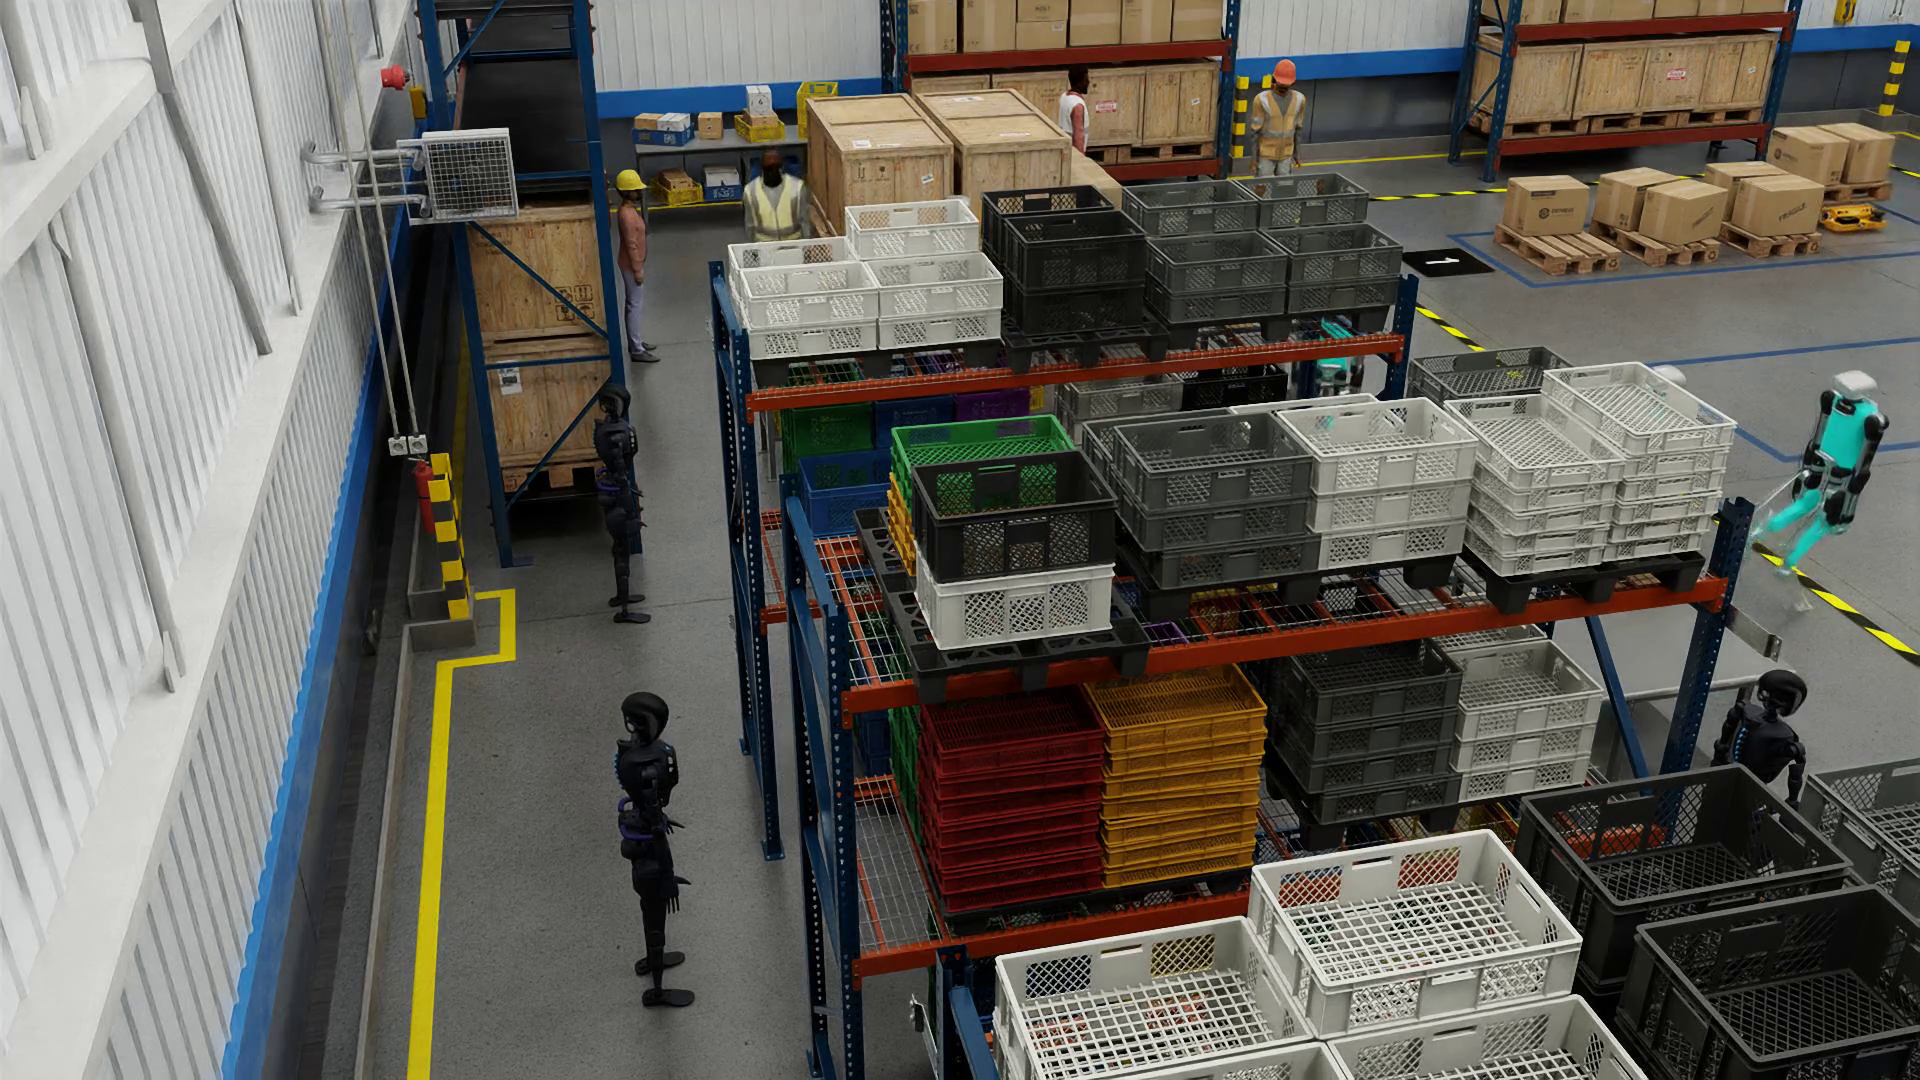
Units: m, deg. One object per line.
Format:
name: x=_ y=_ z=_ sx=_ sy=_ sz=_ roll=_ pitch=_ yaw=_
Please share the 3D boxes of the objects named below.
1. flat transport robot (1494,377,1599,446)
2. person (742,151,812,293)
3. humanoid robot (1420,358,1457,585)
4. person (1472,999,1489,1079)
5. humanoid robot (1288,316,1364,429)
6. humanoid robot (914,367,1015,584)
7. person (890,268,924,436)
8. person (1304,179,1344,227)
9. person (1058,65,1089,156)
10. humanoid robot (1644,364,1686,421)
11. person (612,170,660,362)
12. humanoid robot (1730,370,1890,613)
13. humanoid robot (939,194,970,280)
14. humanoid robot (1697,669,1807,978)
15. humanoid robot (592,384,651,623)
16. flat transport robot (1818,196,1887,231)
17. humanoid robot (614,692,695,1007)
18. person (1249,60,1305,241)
flat transport robot: x=4.780 y=-1.036 z=14.013 sx=0.659 sy=0.231 sz=1.431 roll=-6 pitch=28 yaw=-12
person: x=-1.710 y=-2.786 z=15.674 sx=0.625 sy=1.821 sz=0.786 roll=-5 pitch=28 yaw=-9
humanoid robot: x=3.387 y=-0.509 z=11.490 sx=0.315 sy=1.653 sz=0.599 roll=-6 pitch=28 yaw=-12
person: x=2.142 y=2.147 z=6.408 sx=0.543 sy=1.724 sz=0.506 roll=-11 pitch=30 yaw=-21
humanoid robot: x=2.691 y=-0.887 z=12.168 sx=0.573 sy=1.793 sz=0.821 roll=1 pitch=28 yaw=1
humanoid robot: x=-0.074 y=-0.234 z=10.962 sx=1.016 sy=1.735 sz=0.554 roll=-21 pitch=35 yaw=-35
person: x=-0.386 y=-1.248 z=12.695 sx=0.327 sy=1.873 sz=0.517 roll=-6 pitch=28 yaw=-11
person: x=3.171 y=-2.321 z=14.766 sx=0.344 sy=1.839 sz=0.506 roll=-6 pitch=28 yaw=-11
person: x=1.244 y=-4.277 z=18.392 sx=0.391 sy=1.920 sz=0.588 roll=-6 pitch=28 yaw=-11
humanoid robot: x=4.298 y=-0.319 z=10.933 sx=0.735 sy=1.677 sz=0.533 roll=-6 pitch=28 yaw=-12
person: x=-2.965 y=-2.506 z=15.192 sx=0.313 sy=1.769 sz=0.524 roll=-6 pitch=28 yaw=-11
humanoid robot: x=5.429 y=-0.235 z=10.949 sx=0.965 sy=1.777 sz=0.531 roll=-6 pitch=28 yaw=-11
humanoid robot: x=-0.233 y=-2.141 z=14.393 sx=0.735 sy=1.673 sz=0.533 roll=-6 pitch=28 yaw=-12
humanoid robot: x=3.756 y=1.336 z=7.989 sx=0.315 sy=1.653 sz=0.599 roll=-6 pitch=28 yaw=-12
humanoid robot: x=-2.245 y=-0.263 z=11.024 sx=0.315 sy=1.653 sz=0.599 roll=-6 pitch=28 yaw=-12
flat transport robot: x=10.084 y=-3.935 z=19.482 sx=0.652 sy=0.197 sz=1.431 roll=-6 pitch=28 yaw=-12
humanoid robot: x=-1.439 y=1.424 z=7.822 sx=0.315 sy=1.653 sz=0.599 roll=-6 pitch=28 yaw=-12
person: x=3.450 y=-4.208 z=18.141 sx=0.605 sy=2.033 sz=0.388 roll=-6 pitch=28 yaw=-11
